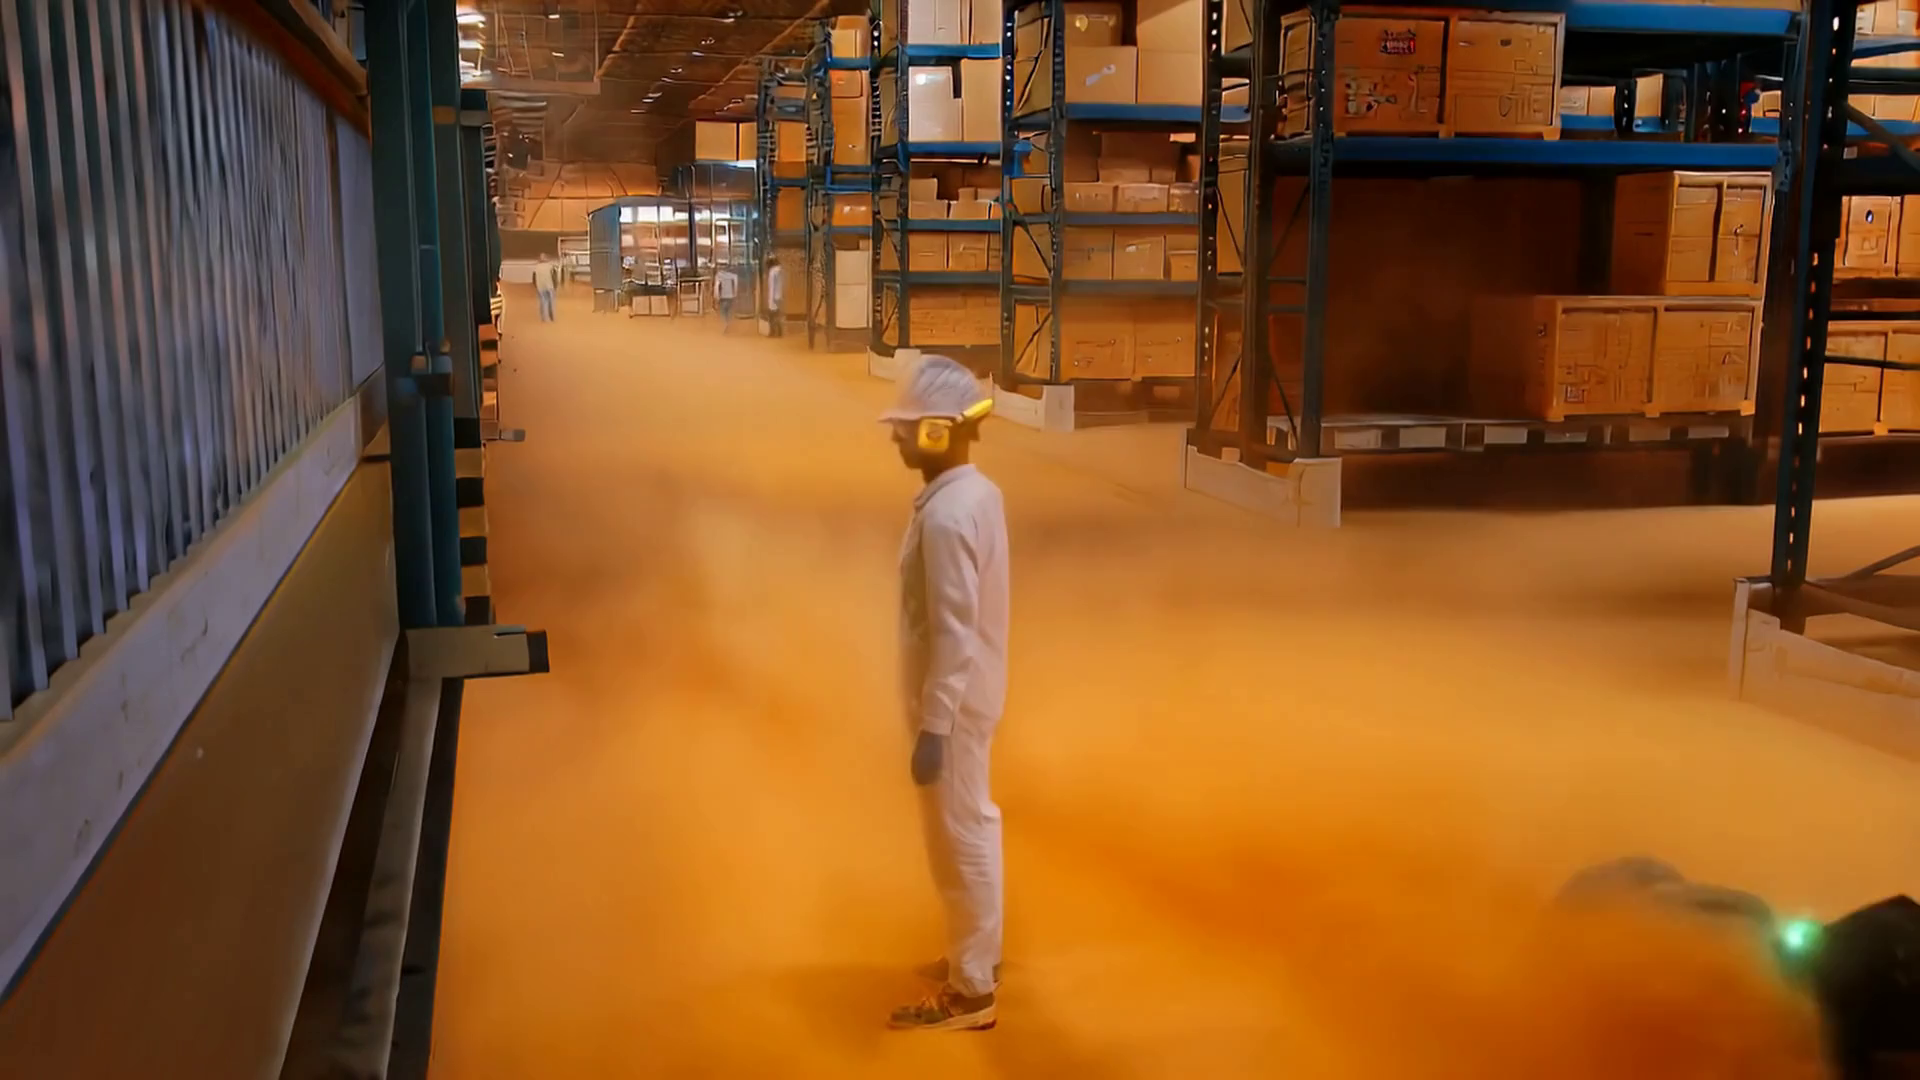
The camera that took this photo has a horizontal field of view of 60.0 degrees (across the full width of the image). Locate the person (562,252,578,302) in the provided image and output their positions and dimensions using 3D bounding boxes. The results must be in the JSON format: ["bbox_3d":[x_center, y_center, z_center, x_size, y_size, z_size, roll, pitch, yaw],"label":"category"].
[{"bbox_3d":[-14.142,-9.513,60.215,0.594,1.823,0.612,0,10,-2],"label":"person"}]

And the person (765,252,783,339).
[{"bbox_3d":[-4.098,-5.341,36.396,0.516,1.898,0.605,1,10,3],"label":"person"}]

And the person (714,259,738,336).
[{"bbox_3d":[-5.319,-5.498,37.758,0.552,1.718,0.880,-3,10,-17],"label":"person"}]

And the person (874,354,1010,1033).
[{"bbox_3d":[-0.049,0.397,4.312,0.342,1.749,0.570,2,10,9],"label":"person"}]

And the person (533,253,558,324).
[{"bbox_3d":[-10.796,-6.549,43.402,0.633,1.839,0.429,4,11,22],"label":"person"}]
